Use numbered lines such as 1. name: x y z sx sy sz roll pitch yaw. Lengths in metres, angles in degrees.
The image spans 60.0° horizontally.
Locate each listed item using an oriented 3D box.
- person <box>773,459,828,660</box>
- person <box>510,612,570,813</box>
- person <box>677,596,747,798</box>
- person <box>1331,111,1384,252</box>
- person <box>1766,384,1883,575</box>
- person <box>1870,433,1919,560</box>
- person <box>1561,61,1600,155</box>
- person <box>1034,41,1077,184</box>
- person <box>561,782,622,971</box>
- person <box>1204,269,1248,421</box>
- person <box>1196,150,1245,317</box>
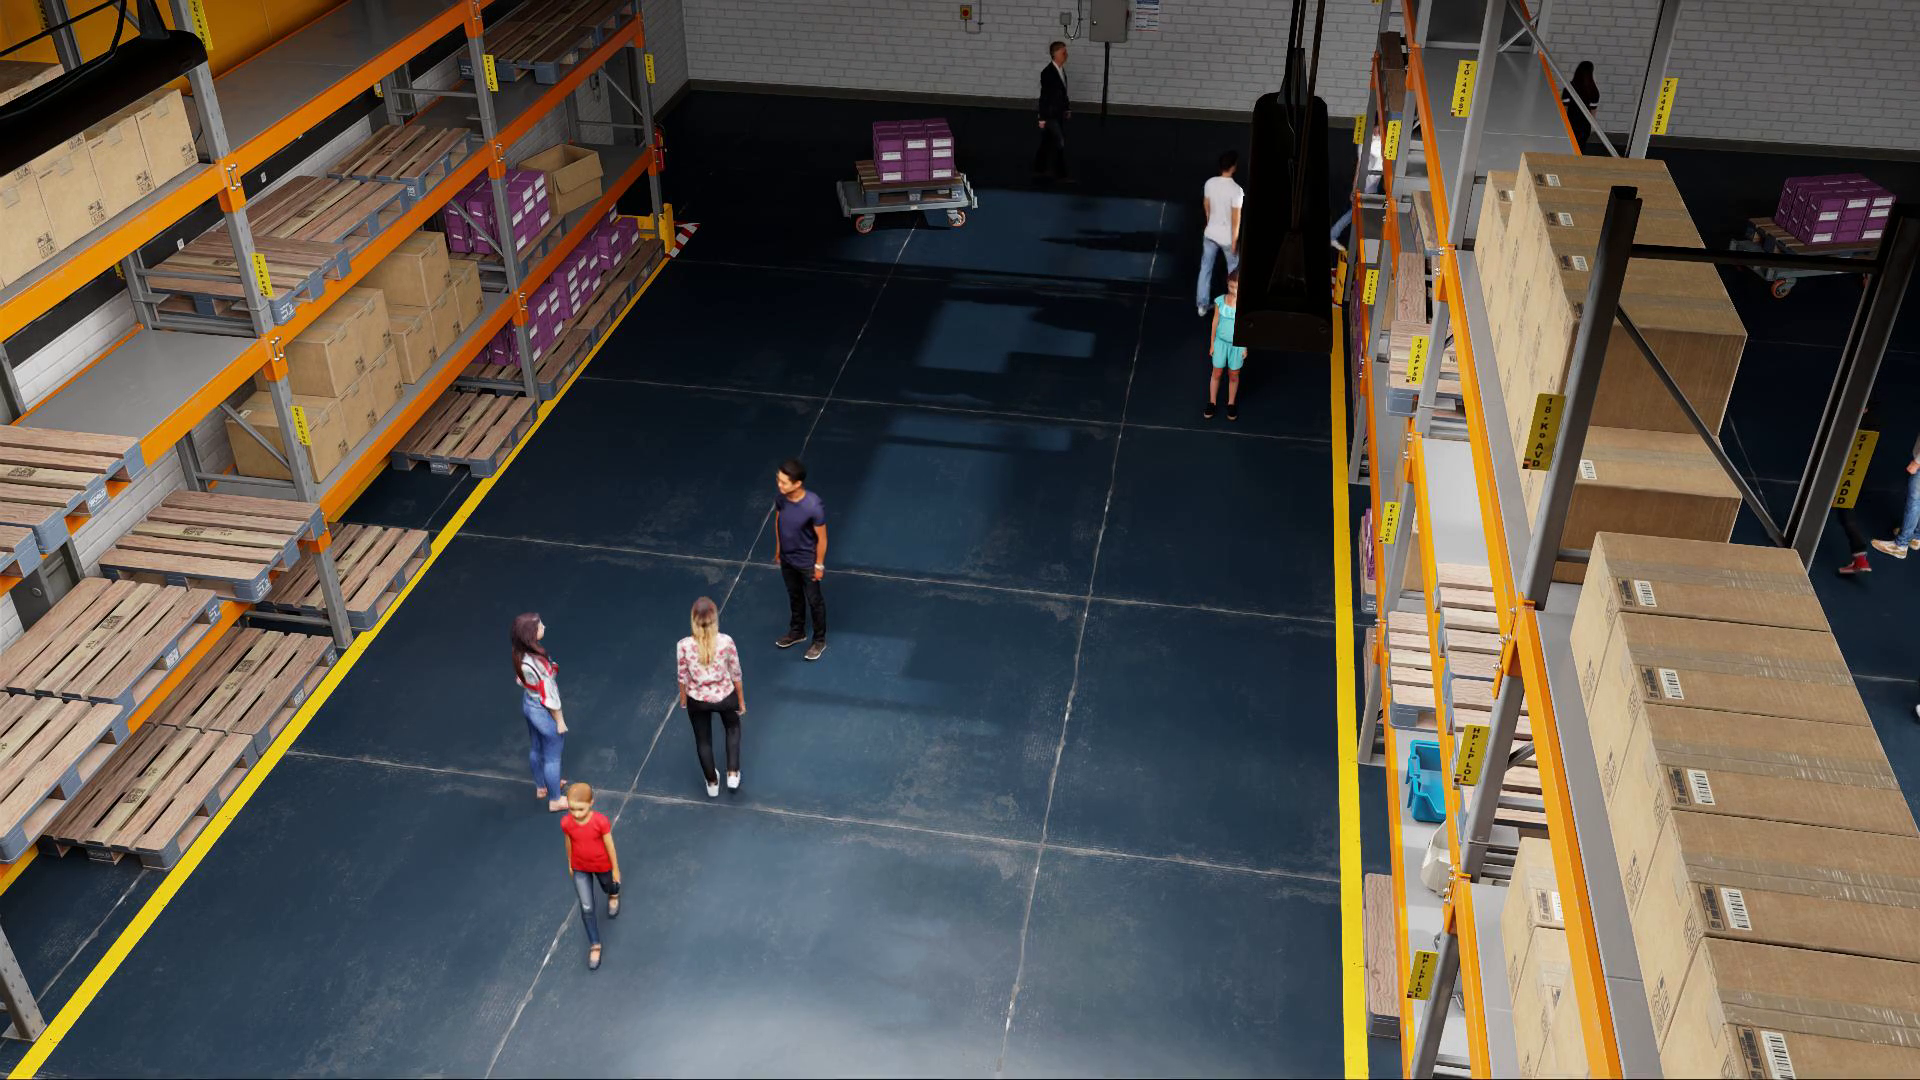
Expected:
1. person: -1.229 0.119 12.948 0.723 1.786 0.702 23 40 31
2. person: -2.900 1.175 11.517 0.707 1.611 0.661 -24 40 -31
3. person: -1.722 1.156 11.540 0.686 1.616 0.679 -7 34 -11
4. person: 4.642 -4.101 19.284 1.013 1.800 1.240 21 39 28
5. person: 7.464 -0.493 13.925 1.038 1.724 1.240 -14 36 -19
6. person: 8.266 -0.713 14.089 0.746 1.908 0.797 -19 38 -27
7. person: 7.851 -5.292 21.221 0.638 1.639 0.631 11 35 17
8. person: 1.113 -5.537 21.450 0.911 1.793 0.912 14 36 20
9. person: -2.308 2.016 10.541 0.599 1.291 0.917 -1 34 -1
10. person: 2.630 -1.921 16.223 0.545 1.558 0.547 7 34 10
11. person: 2.780 -3.280 18.016 1.018 1.836 1.152 28 43 35
